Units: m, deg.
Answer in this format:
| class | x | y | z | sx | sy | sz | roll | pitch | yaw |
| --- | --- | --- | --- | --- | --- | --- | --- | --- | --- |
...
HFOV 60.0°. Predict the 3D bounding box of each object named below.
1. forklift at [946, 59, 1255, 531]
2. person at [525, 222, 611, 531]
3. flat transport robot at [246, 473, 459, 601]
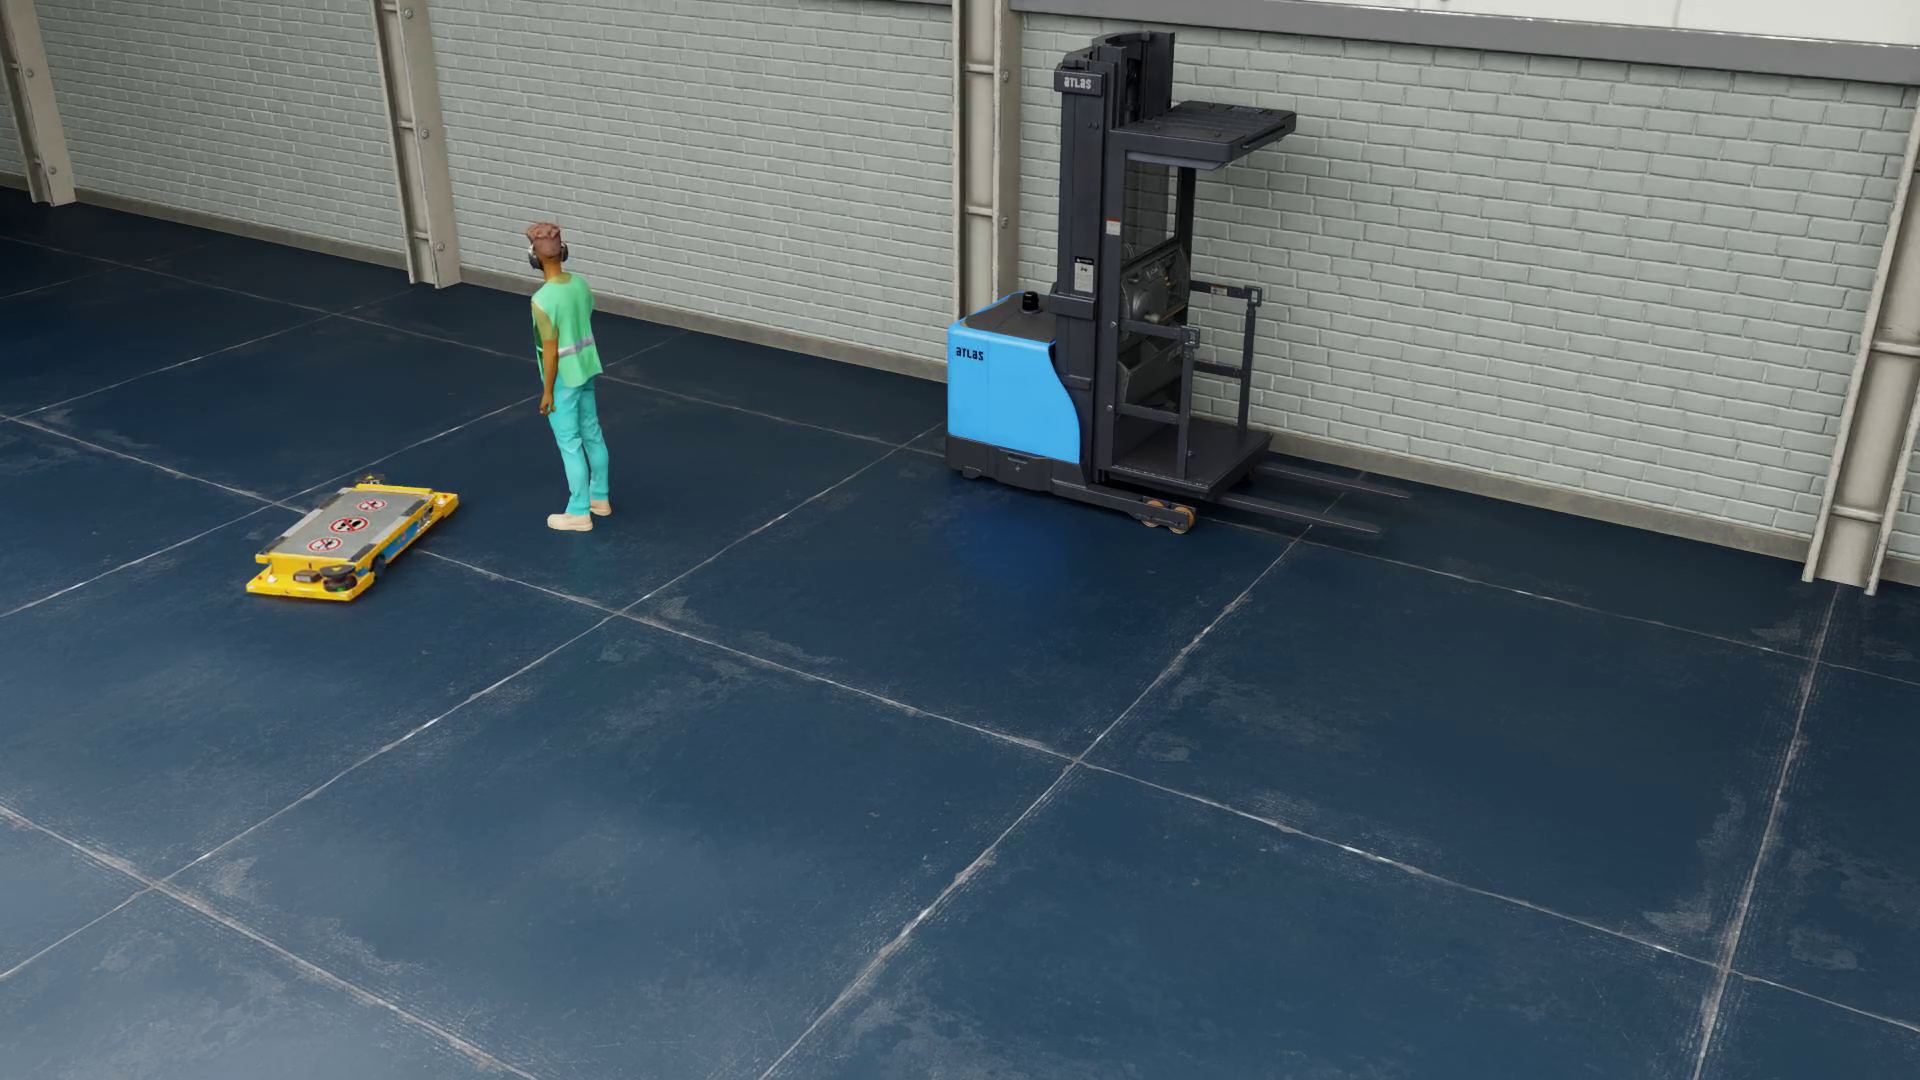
| class | x | y | z | sx | sy | sz | roll | pitch | yaw |
| --- | --- | --- | --- | --- | --- | --- | --- | --- | --- |
| forklift | 0.933 | -1.707 | 10.833 | 1.873 | 2.768 | 1.129 | 15 | 29 | 28 |
| person | -2.448 | -1.005 | 10.389 | 0.409 | 1.978 | 0.483 | 10 | 27 | 20 |
| flat transport robot | -3.741 | -0.029 | 10.320 | 0.659 | 0.231 | 1.431 | 4 | 26 | 9 |
